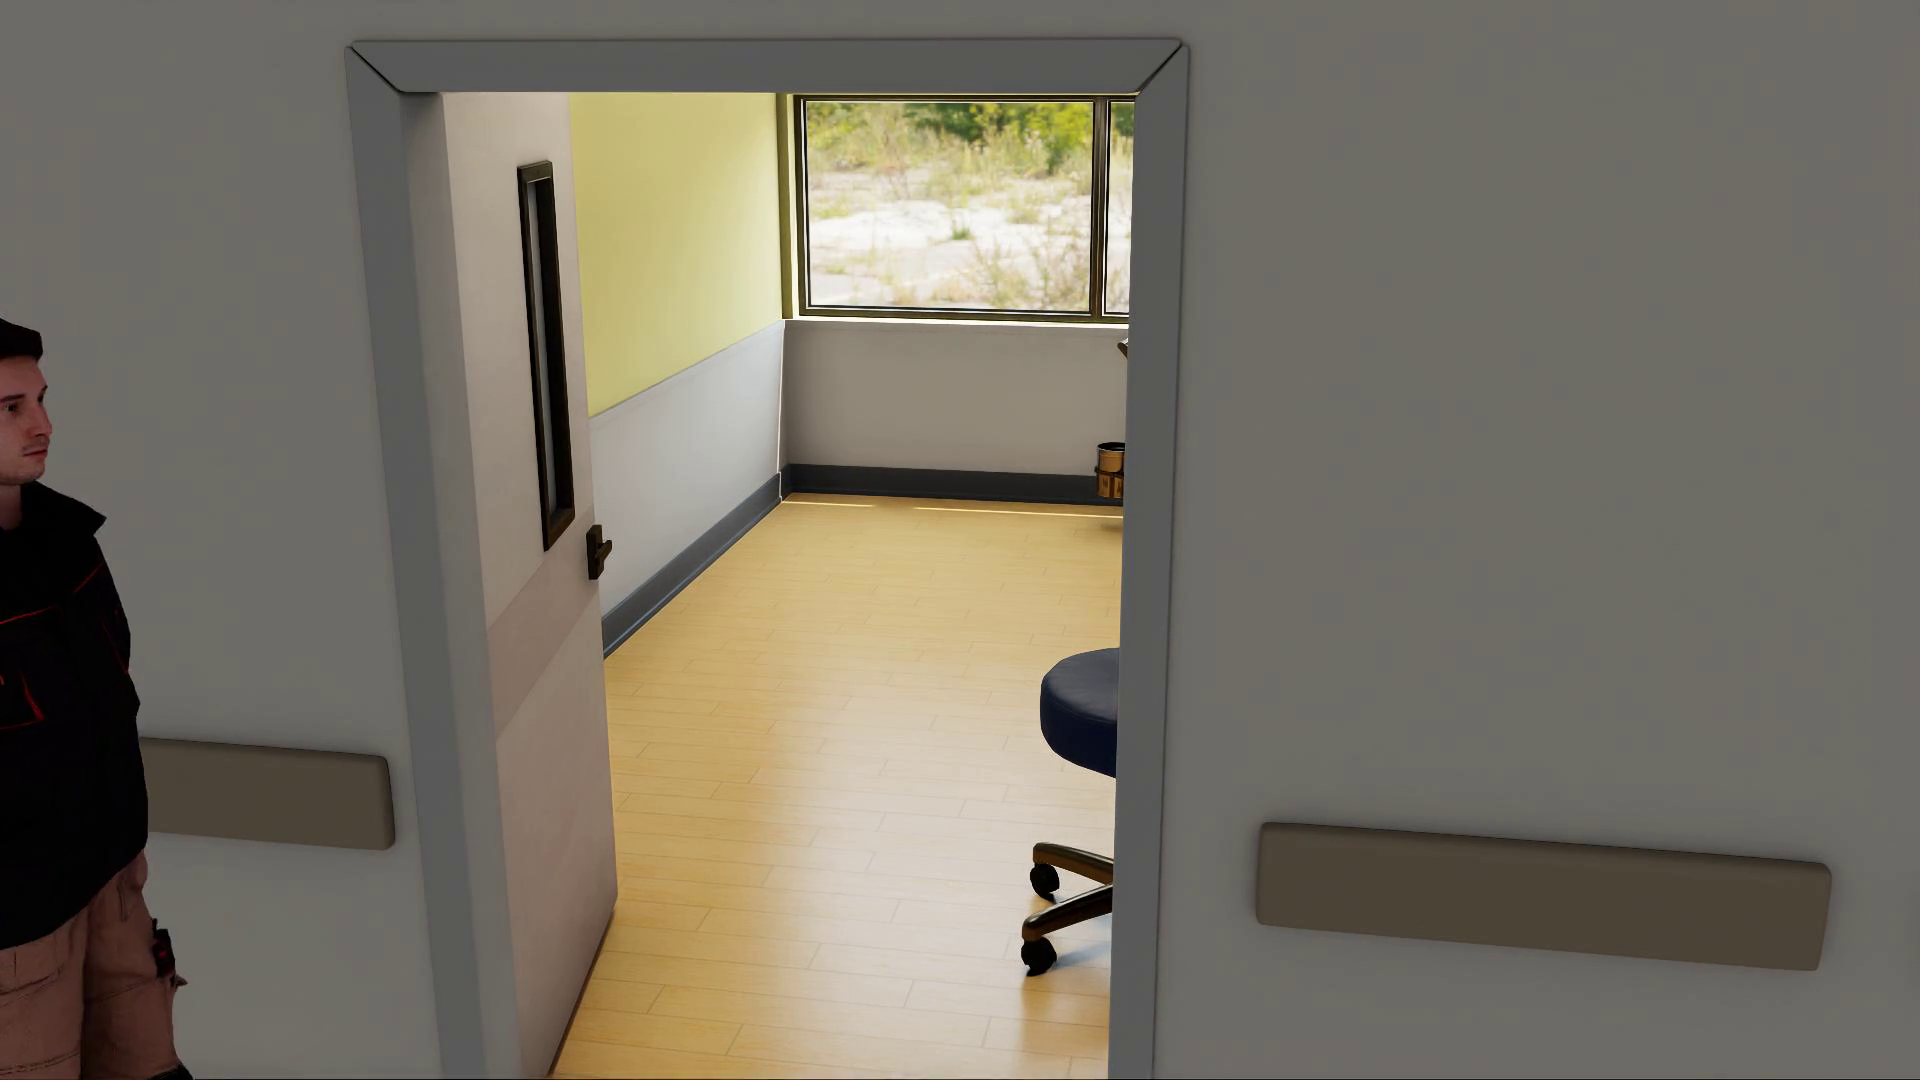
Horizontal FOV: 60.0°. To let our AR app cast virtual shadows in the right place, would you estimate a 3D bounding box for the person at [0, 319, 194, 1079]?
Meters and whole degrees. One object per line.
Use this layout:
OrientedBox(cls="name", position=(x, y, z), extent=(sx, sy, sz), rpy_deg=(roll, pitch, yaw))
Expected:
OrientedBox(cls="person", position=(-1.588, 0.587, 2.706), extent=(1.031, 1.909, 0.785), rpy_deg=(1, 16, 2))
